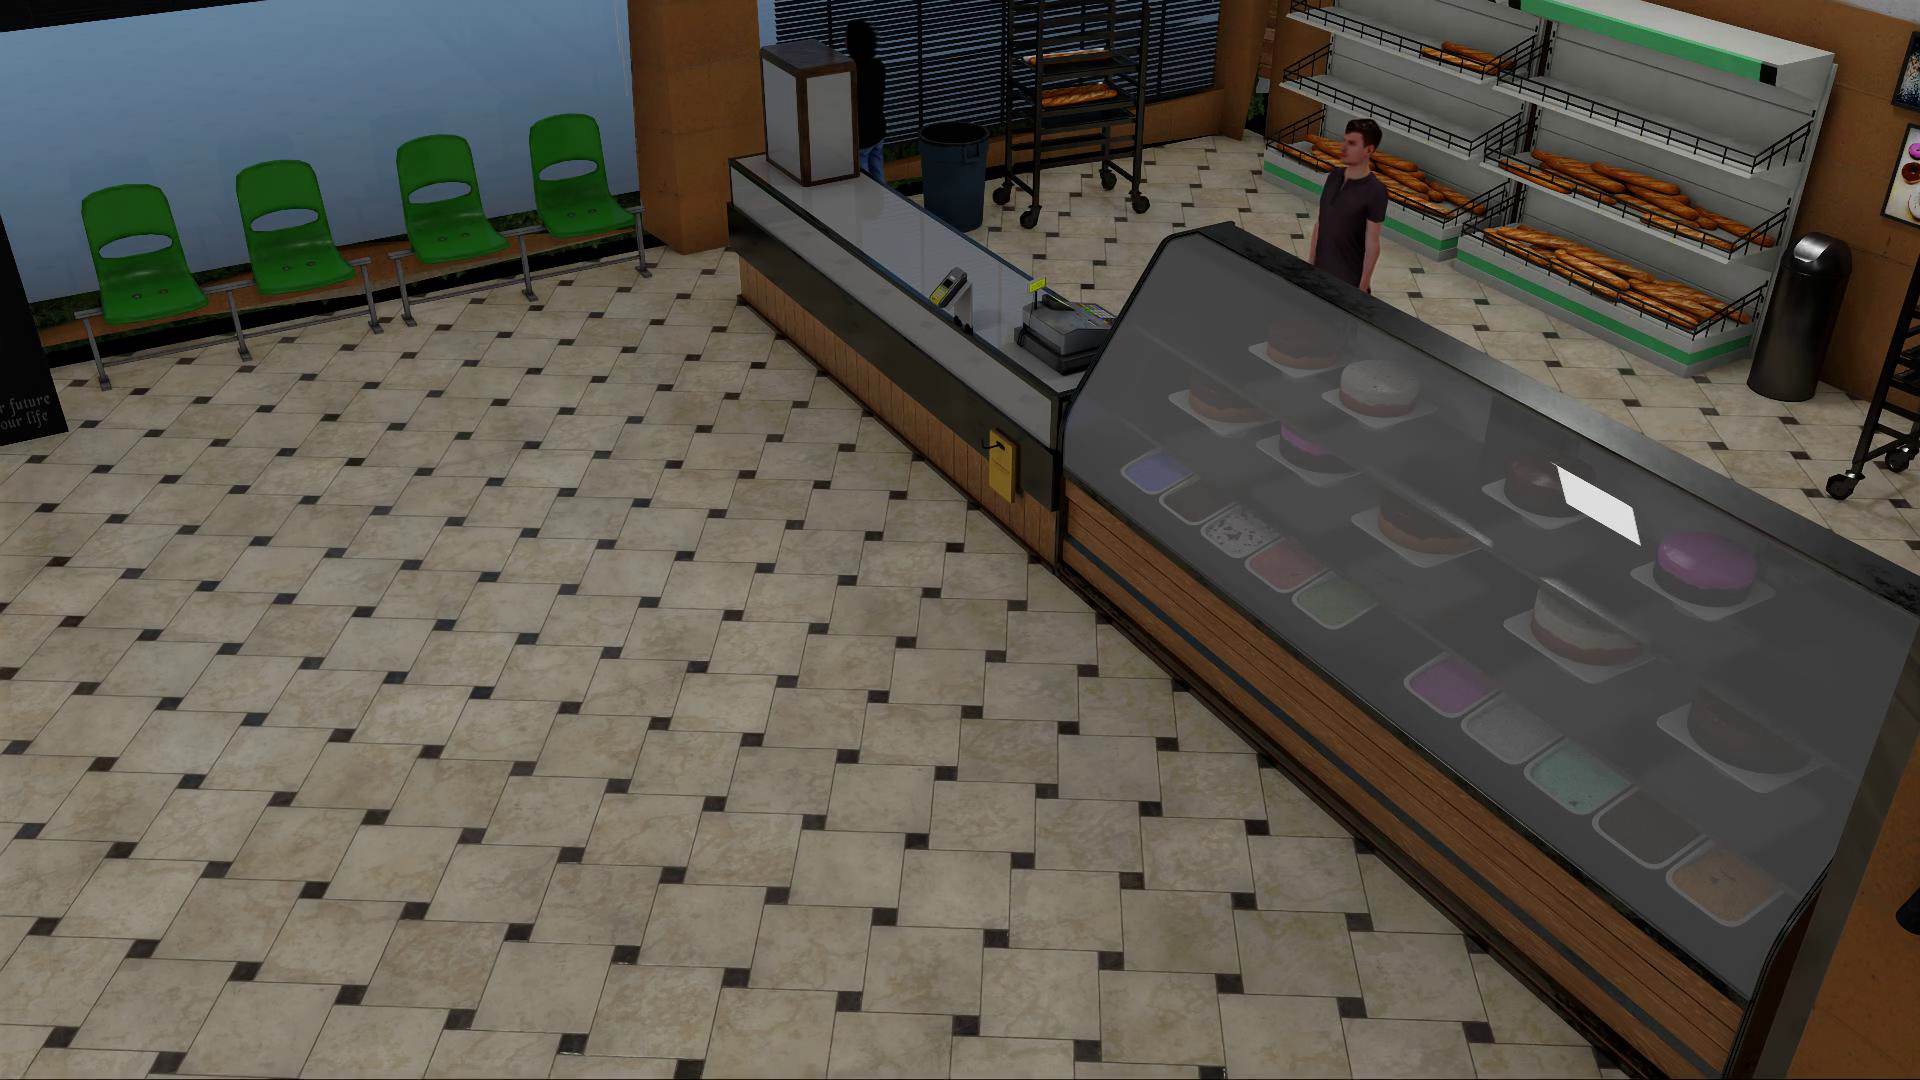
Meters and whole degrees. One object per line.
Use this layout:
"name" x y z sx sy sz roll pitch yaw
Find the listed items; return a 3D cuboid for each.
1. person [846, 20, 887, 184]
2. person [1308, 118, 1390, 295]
"person" -0.662 -2.758 11.567 0.717 1.702 0.621 17 36 25
"person" 2.144 -1.459 9.335 0.523 1.854 0.632 -17 36 -25
